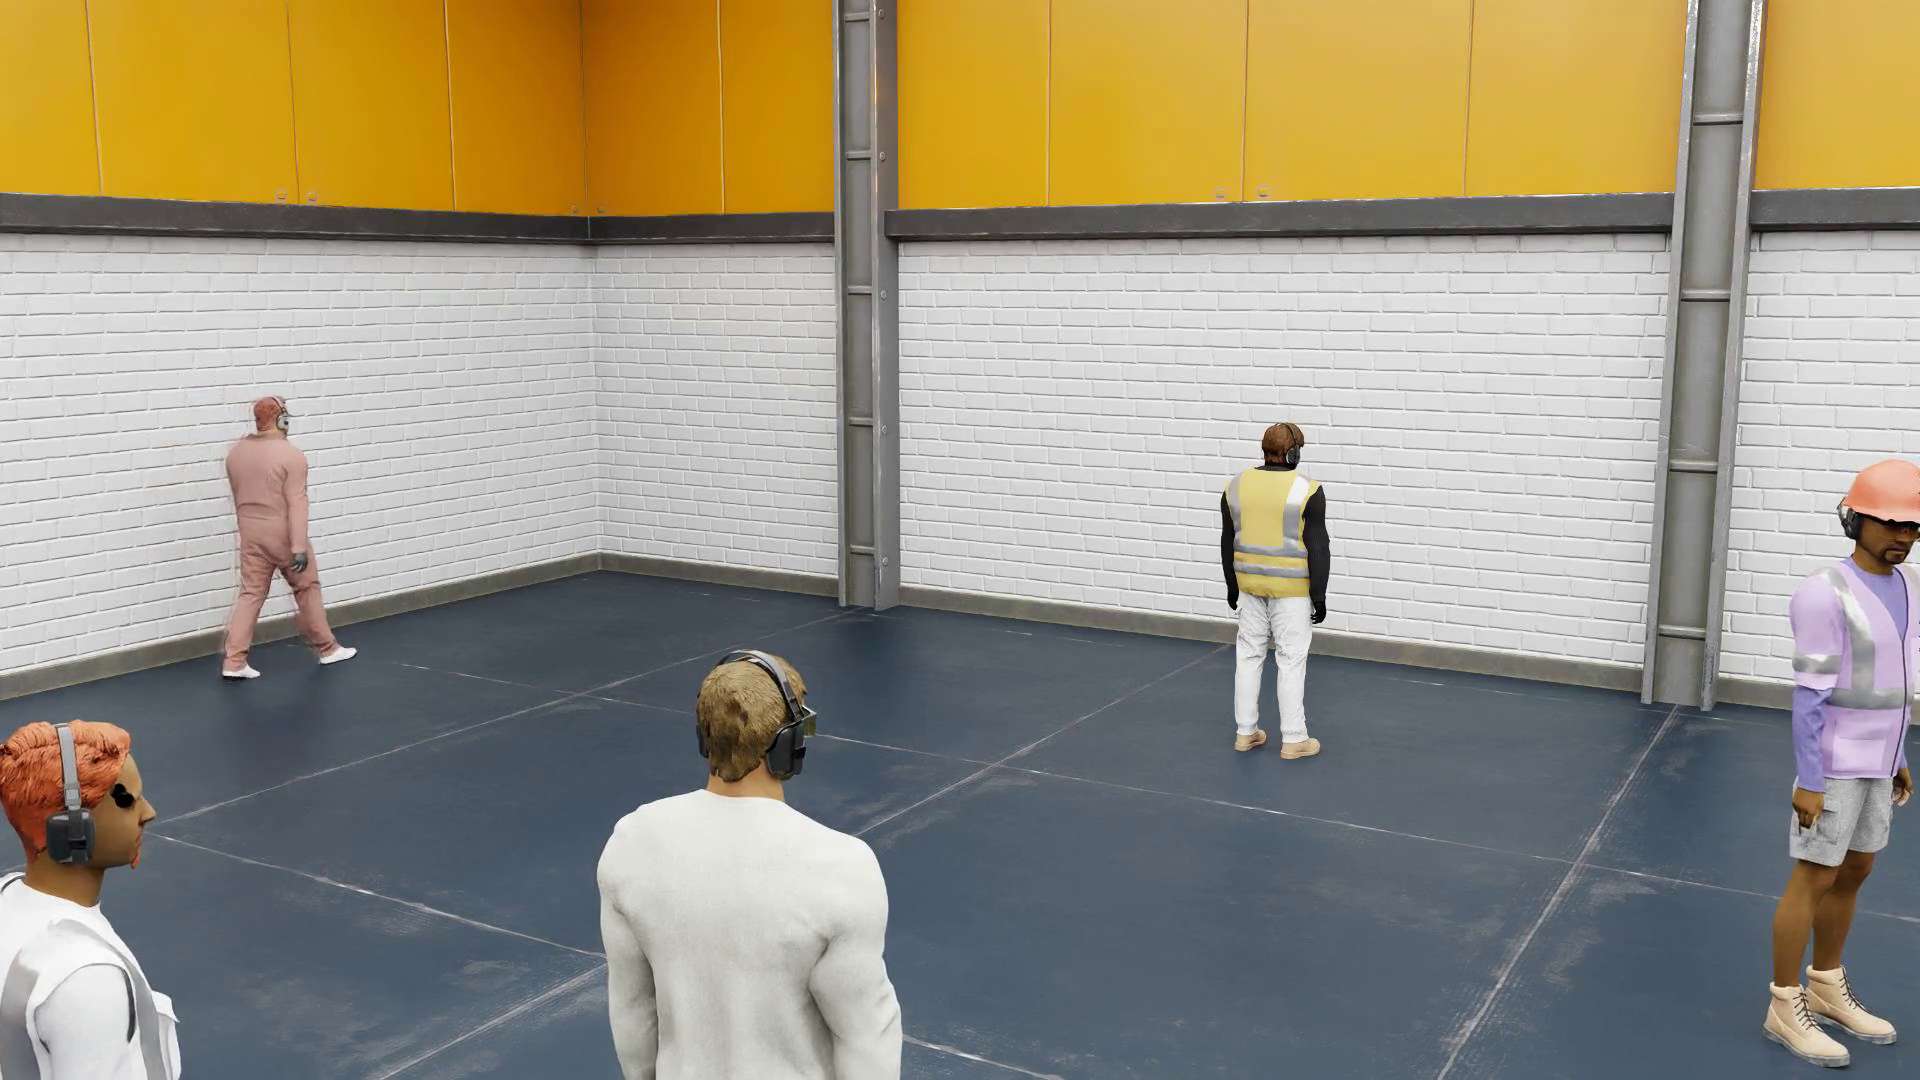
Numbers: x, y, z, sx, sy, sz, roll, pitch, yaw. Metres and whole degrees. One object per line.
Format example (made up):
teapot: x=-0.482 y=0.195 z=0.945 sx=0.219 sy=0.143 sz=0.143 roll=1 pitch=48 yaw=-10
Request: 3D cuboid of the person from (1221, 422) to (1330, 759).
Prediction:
person: x=1.744 y=0.272 z=9.146 sx=0.632 sy=1.842 sz=0.429 roll=7 pitch=12 yaw=38

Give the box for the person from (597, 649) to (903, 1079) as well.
person: x=-0.396 y=1.164 z=3.273 sx=0.630 sy=1.940 sz=0.373 roll=4 pitch=10 yaw=23

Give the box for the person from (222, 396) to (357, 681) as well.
person: x=-4.500 y=-0.023 z=10.960 sx=0.658 sy=1.857 sz=0.973 roll=3 pitch=10 yaw=19

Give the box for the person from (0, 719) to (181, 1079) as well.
person: x=-1.550 y=1.242 z=2.957 sx=0.342 sy=1.882 sz=0.579 roll=-9 pitch=12 yaw=-43

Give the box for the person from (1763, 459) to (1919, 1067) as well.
person: x=3.033 y=0.740 z=5.603 sx=0.612 sy=2.039 sz=0.390 roll=-6 pitch=11 yaw=-32
